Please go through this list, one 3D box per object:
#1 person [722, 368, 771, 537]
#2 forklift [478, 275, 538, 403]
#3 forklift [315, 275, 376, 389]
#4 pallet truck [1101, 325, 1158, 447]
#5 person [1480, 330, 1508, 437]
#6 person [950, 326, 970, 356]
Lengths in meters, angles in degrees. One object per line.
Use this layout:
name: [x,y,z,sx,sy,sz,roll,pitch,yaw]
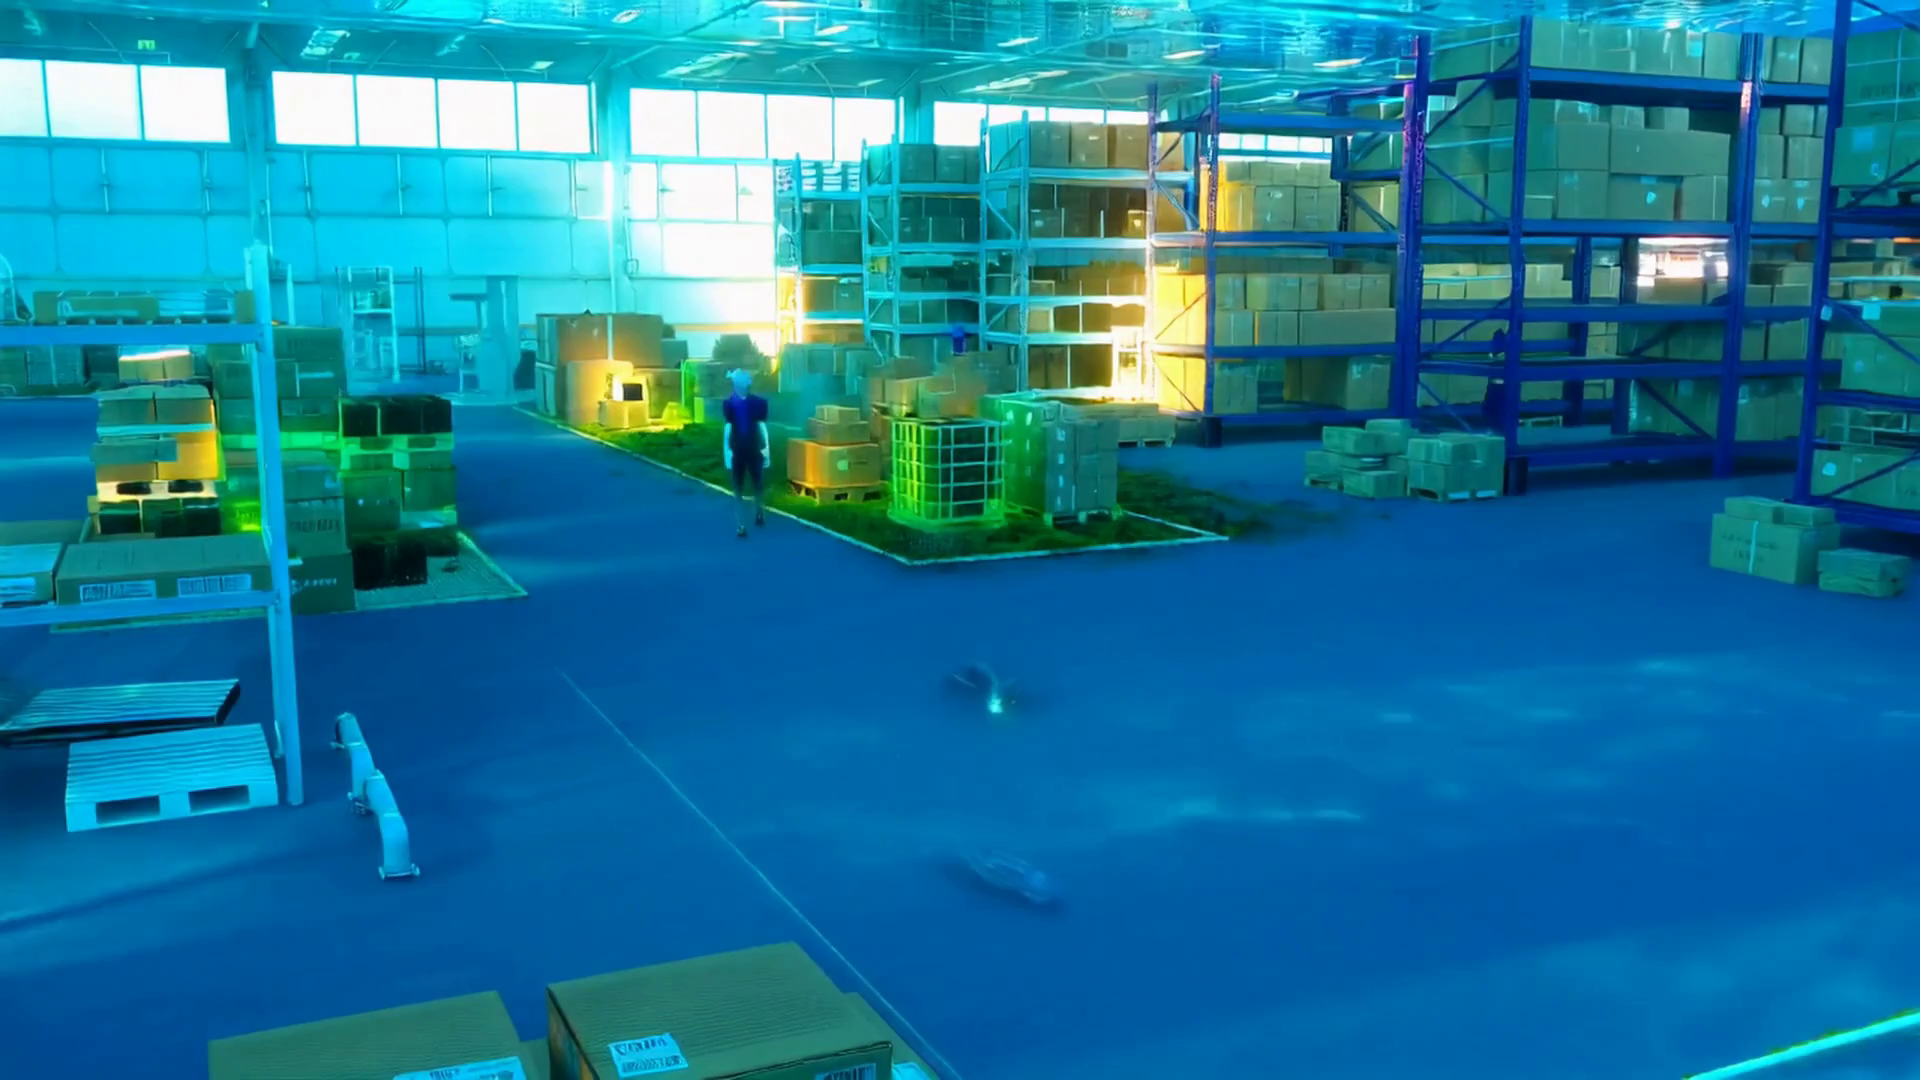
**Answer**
person: [-2.344,-0.979,18.357,0.531,1.850,0.632,0,9,-2]
forklift: [-10.096,-4.492,36.958,1.873,2.768,1.129,-8,12,-41]
forklift: [-15.351,-5.070,40.541,1.873,2.768,1.129,-4,10,-25]
pallet truck: [2.881,-2.596,27.923,0.823,1.965,1.885,-1,9,-7]
person: [9.143,-2.618,28.372,0.542,1.898,0.631,-3,10,-18]
person: [-0.001,-4.165,38.761,0.513,1.642,0.313,5,10,26]
